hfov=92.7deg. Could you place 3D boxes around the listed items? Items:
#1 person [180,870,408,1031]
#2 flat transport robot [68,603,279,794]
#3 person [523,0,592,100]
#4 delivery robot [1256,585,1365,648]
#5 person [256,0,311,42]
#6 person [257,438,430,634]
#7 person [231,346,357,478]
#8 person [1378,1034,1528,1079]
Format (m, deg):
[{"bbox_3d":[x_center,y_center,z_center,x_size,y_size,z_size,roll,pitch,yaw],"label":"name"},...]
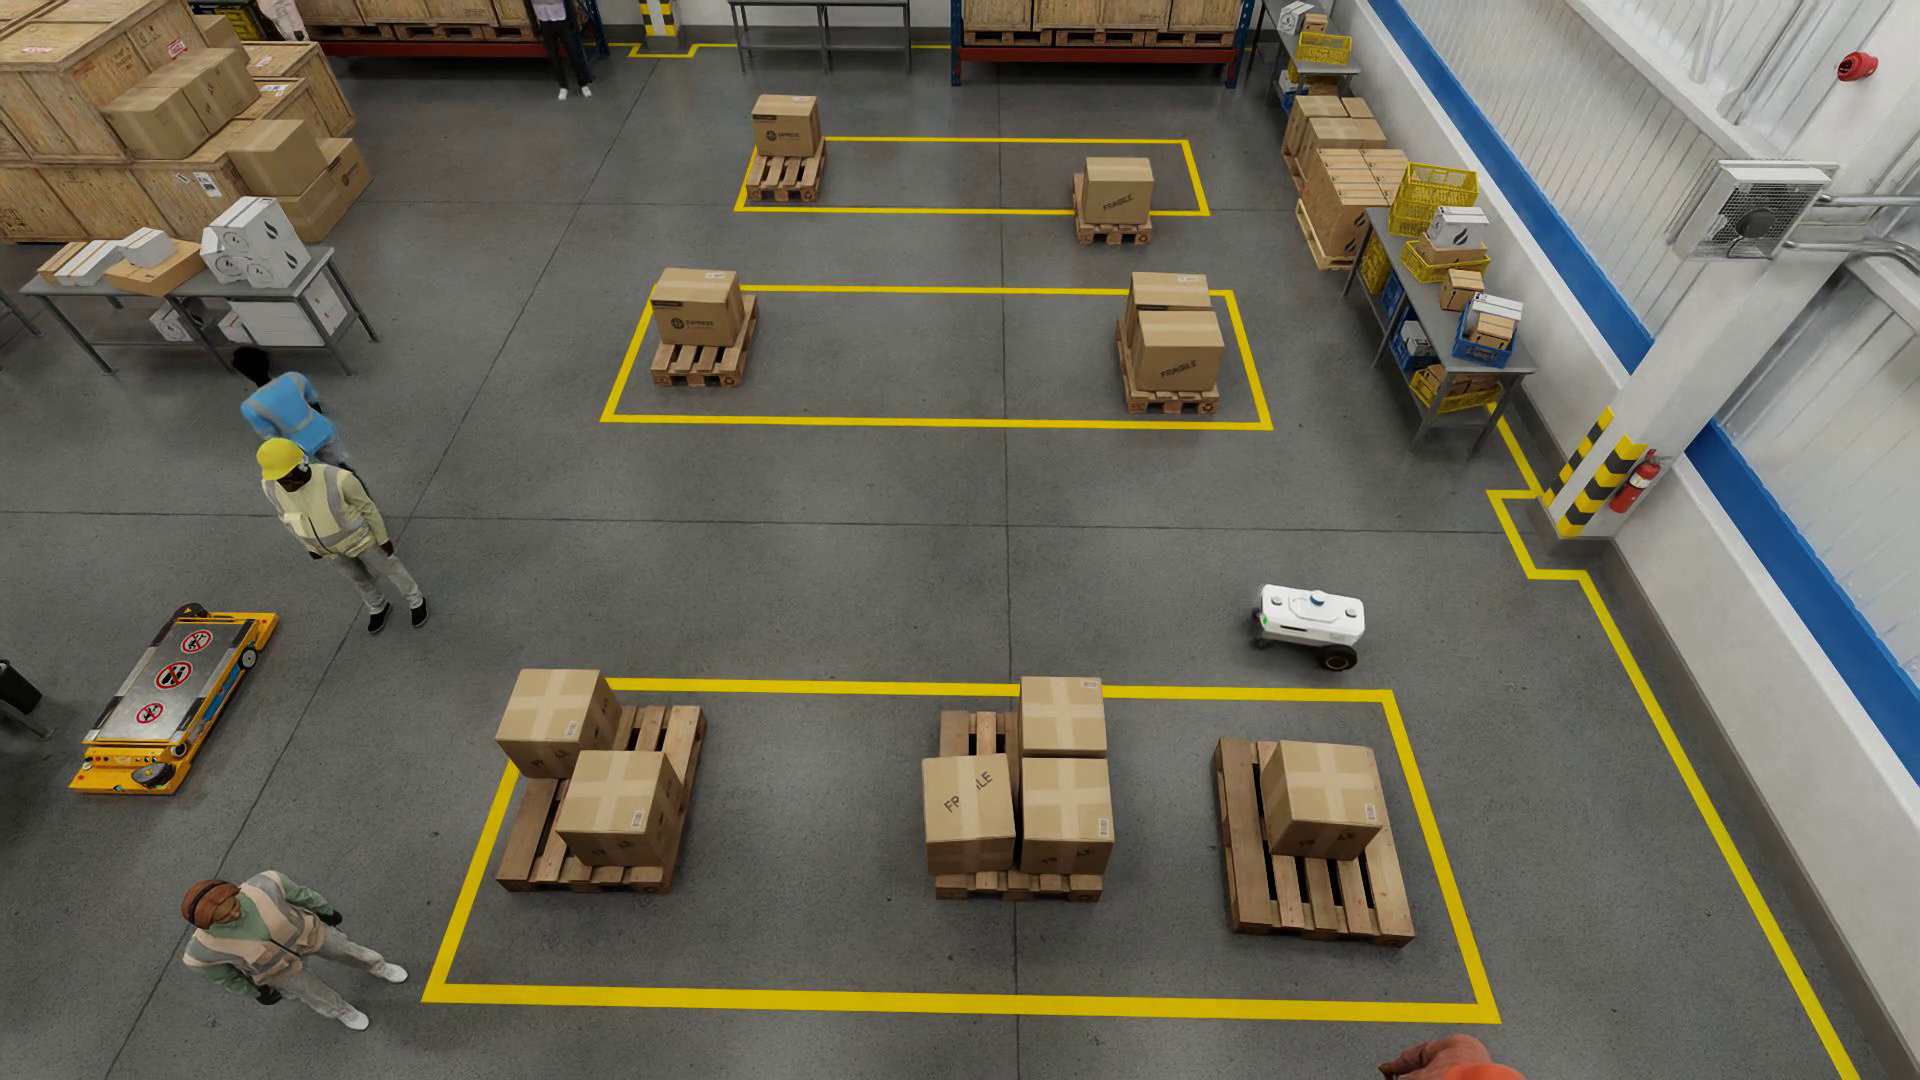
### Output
[{"bbox_3d":[-3.416,2.098,4.689,0.313,1.634,0.514,19,52,15],"label":"person"},{"bbox_3d":[-5.504,1.072,6.442,0.652,0.197,1.431,1,50,1],"label":"flat transport robot"},{"bbox_3d":[-5.336,-6.837,12.079,0.620,1.900,0.417,-6,50,-5],"label":"person"},{"bbox_3d":[2.531,0.547,6.643,0.707,0.478,0.477,9,50,8],"label":"delivery robot"},{"bbox_3d":[-8.869,-6.810,12.048,0.641,1.908,0.407,30,56,23],"label":"person"},{"bbox_3d":[-4.265,-0.007,6.339,0.587,1.833,0.404,-7,50,-6],"label":"person"},{"bbox_3d":[-5.164,-0.804,7.117,0.689,1.668,0.547,18,52,15],"label":"person"},{"bbox_3d":[1.982,2.598,4.029,0.376,1.997,0.612,7,50,6],"label":"person"}]
